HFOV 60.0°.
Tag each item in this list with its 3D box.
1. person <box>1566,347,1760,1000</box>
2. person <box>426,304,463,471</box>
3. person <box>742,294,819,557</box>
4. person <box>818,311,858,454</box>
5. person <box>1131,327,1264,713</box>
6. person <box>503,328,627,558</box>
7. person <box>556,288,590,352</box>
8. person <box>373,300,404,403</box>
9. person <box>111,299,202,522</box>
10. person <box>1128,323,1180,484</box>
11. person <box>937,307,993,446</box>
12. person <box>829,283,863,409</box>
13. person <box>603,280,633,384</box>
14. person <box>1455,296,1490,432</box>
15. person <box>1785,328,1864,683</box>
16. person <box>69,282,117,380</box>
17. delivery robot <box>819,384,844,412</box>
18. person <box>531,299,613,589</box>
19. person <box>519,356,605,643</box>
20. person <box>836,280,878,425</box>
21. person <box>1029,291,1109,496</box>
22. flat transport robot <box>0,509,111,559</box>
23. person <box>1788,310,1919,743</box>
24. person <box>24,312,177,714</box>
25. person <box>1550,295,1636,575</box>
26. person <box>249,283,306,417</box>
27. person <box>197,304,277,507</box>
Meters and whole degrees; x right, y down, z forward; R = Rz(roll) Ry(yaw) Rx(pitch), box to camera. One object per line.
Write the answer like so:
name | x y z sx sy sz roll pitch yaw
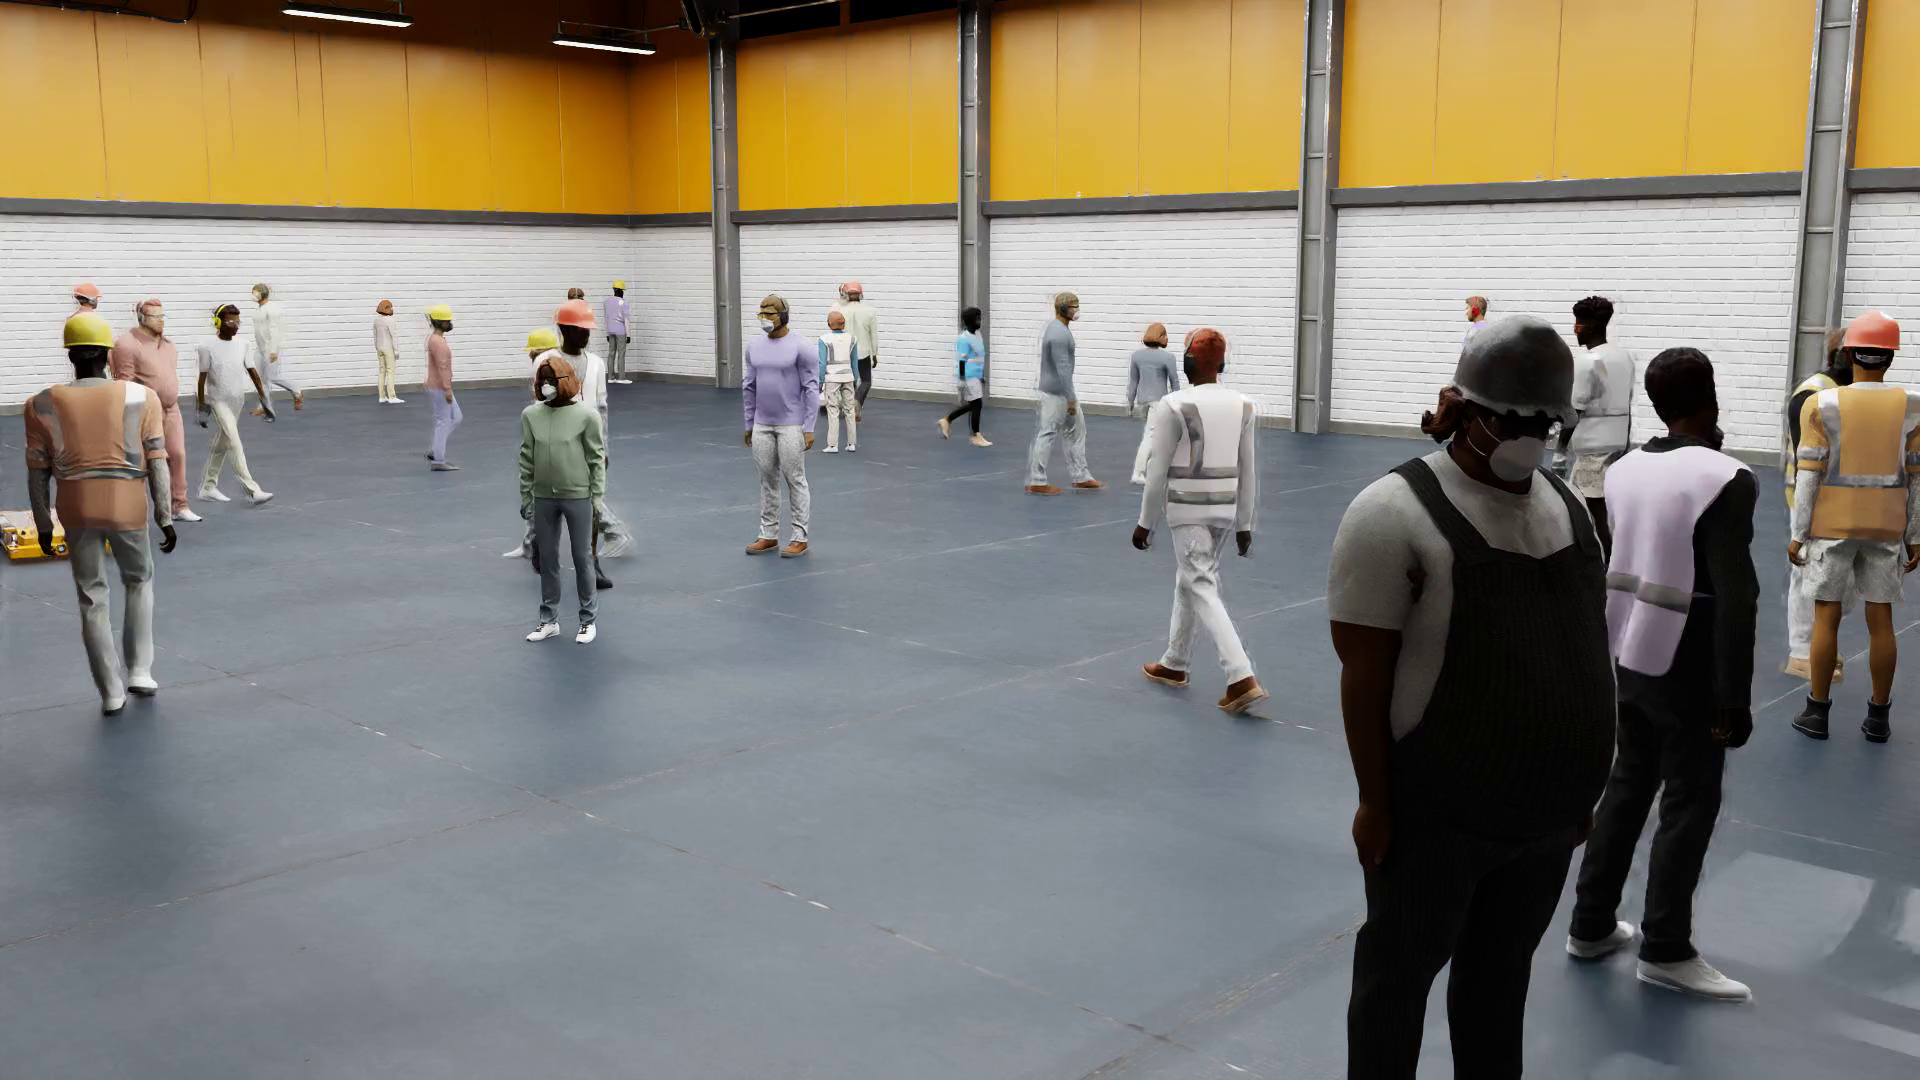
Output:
person | 2.069 0.393 4.880 0.393 1.888 0.646 -1 9 -8
person | -5.403 -1.590 17.444 0.371 1.751 0.542 -3 10 -19
person | -1.330 -0.839 12.270 0.635 1.937 0.352 5 11 29
person | -1.404 -1.811 19.153 0.518 1.636 0.312 -6 11 -31
person | 1.207 -0.110 8.102 0.580 1.843 0.954 -6 11 -34
person | -2.889 -0.696 12.134 0.864 1.702 0.487 -2 9 -12
person | -5.745 -2.844 24.878 0.623 1.838 0.430 8 12 39
person | -9.066 -2.980 26.329 0.507 1.632 0.272 6 11 34
person | -6.812 -1.078 13.927 0.796 1.880 0.644 4 10 22
person | 1.946 -1.362 16.545 0.523 1.581 0.874 7 12 38
person | 0.058 -1.957 19.935 0.678 1.673 0.537 3 10 16
person | -1.688 -2.887 24.926 0.409 1.907 0.651 4 10 24
person | -6.309 -3.838 30.727 0.585 1.919 0.388 5 11 29
person | 5.446 -1.665 17.657 0.509 1.827 0.612 7 11 36
person | 4.486 -0.174 8.540 0.640 1.831 0.443 -4 10 -25
person | -10.601 -2.146 20.214 0.608 1.965 0.956 7 12 37
delivery robot | -1.832 -2.063 23.715 0.707 0.478 0.477 7 12 39
person | -2.598 -0.639 11.085 0.640 1.924 0.568 9 13 44
person | -2.260 -0.225 9.436 0.509 1.632 0.266 2 9 12
person | -1.417 -2.511 22.417 0.622 1.964 0.631 2 9 11
person | 1.046 -1.344 15.443 0.871 1.905 0.663 1 9 5
flat transport robot | -6.945 -0.072 12.665 0.652 0.197 1.431 -6 11 -34
person | 4.030 -0.058 7.488 0.551 1.934 0.373 3 10 15
person | -4.129 -0.135 8.026 0.623 1.905 0.610 -4 10 -22
person | 4.095 -0.631 10.973 0.626 1.935 0.825 -8 12 -40
person | -9.917 -2.747 24.012 0.628 1.924 0.722 8 12 41
person | -6.521 -1.205 14.914 1.014 1.807 0.546 5 10 28
